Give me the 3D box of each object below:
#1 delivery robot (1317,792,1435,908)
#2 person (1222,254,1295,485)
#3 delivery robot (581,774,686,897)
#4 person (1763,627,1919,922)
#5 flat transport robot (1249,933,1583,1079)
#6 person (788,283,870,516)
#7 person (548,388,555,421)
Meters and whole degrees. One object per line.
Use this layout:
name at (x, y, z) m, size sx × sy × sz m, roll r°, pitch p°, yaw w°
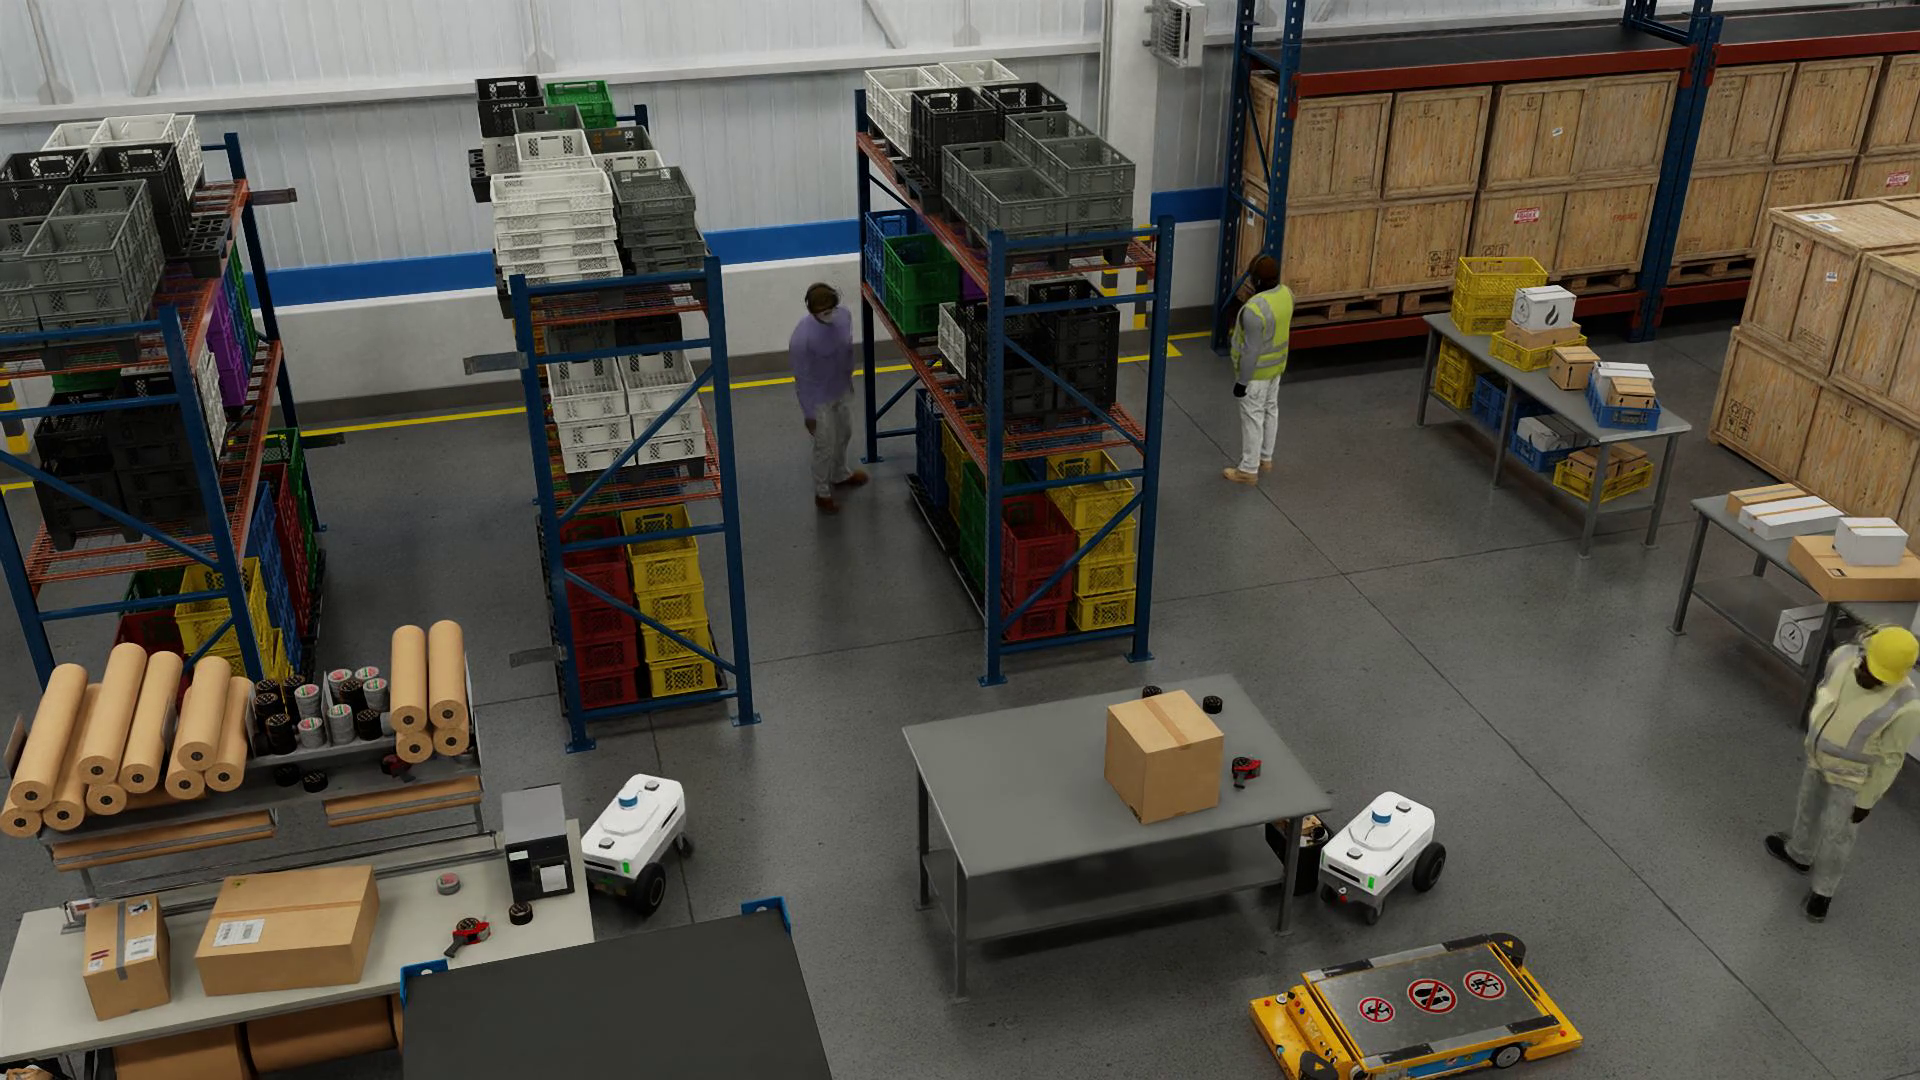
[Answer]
delivery robot at (2.206, 1.619, 8.800) m, size 0.477 × 0.478 × 0.707 m, roll 23°, pitch 36°, yaw 36°
person at (2.309, -1.328, 12.934) m, size 0.430 × 1.840 × 0.624 m, roll 20°, pitch 35°, yaw 32°
delivery robot at (-1.762, 1.552, 8.923) m, size 0.477 × 0.478 × 0.707 m, roll 9°, pitch 30°, yaw 15°
person at (4.500, 1.116, 8.551) m, size 0.417 × 1.783 × 0.745 m, roll -5°, pitch 29°, yaw -9°
flat transport robot at (2.184, 2.282, 7.980) m, size 1.431 × 0.197 × 0.652 m, roll -8°, pitch 30°, yaw -14°
person at (-0.969, -1.090, 12.449) m, size 0.407 × 1.890 × 0.805 m, roll 16°, pitch 33°, yaw 27°
person at (-3.263, -1.763, 13.679) m, size 0.360 × 1.884 × 0.574 m, roll 7°, pitch 30°, yaw 13°
